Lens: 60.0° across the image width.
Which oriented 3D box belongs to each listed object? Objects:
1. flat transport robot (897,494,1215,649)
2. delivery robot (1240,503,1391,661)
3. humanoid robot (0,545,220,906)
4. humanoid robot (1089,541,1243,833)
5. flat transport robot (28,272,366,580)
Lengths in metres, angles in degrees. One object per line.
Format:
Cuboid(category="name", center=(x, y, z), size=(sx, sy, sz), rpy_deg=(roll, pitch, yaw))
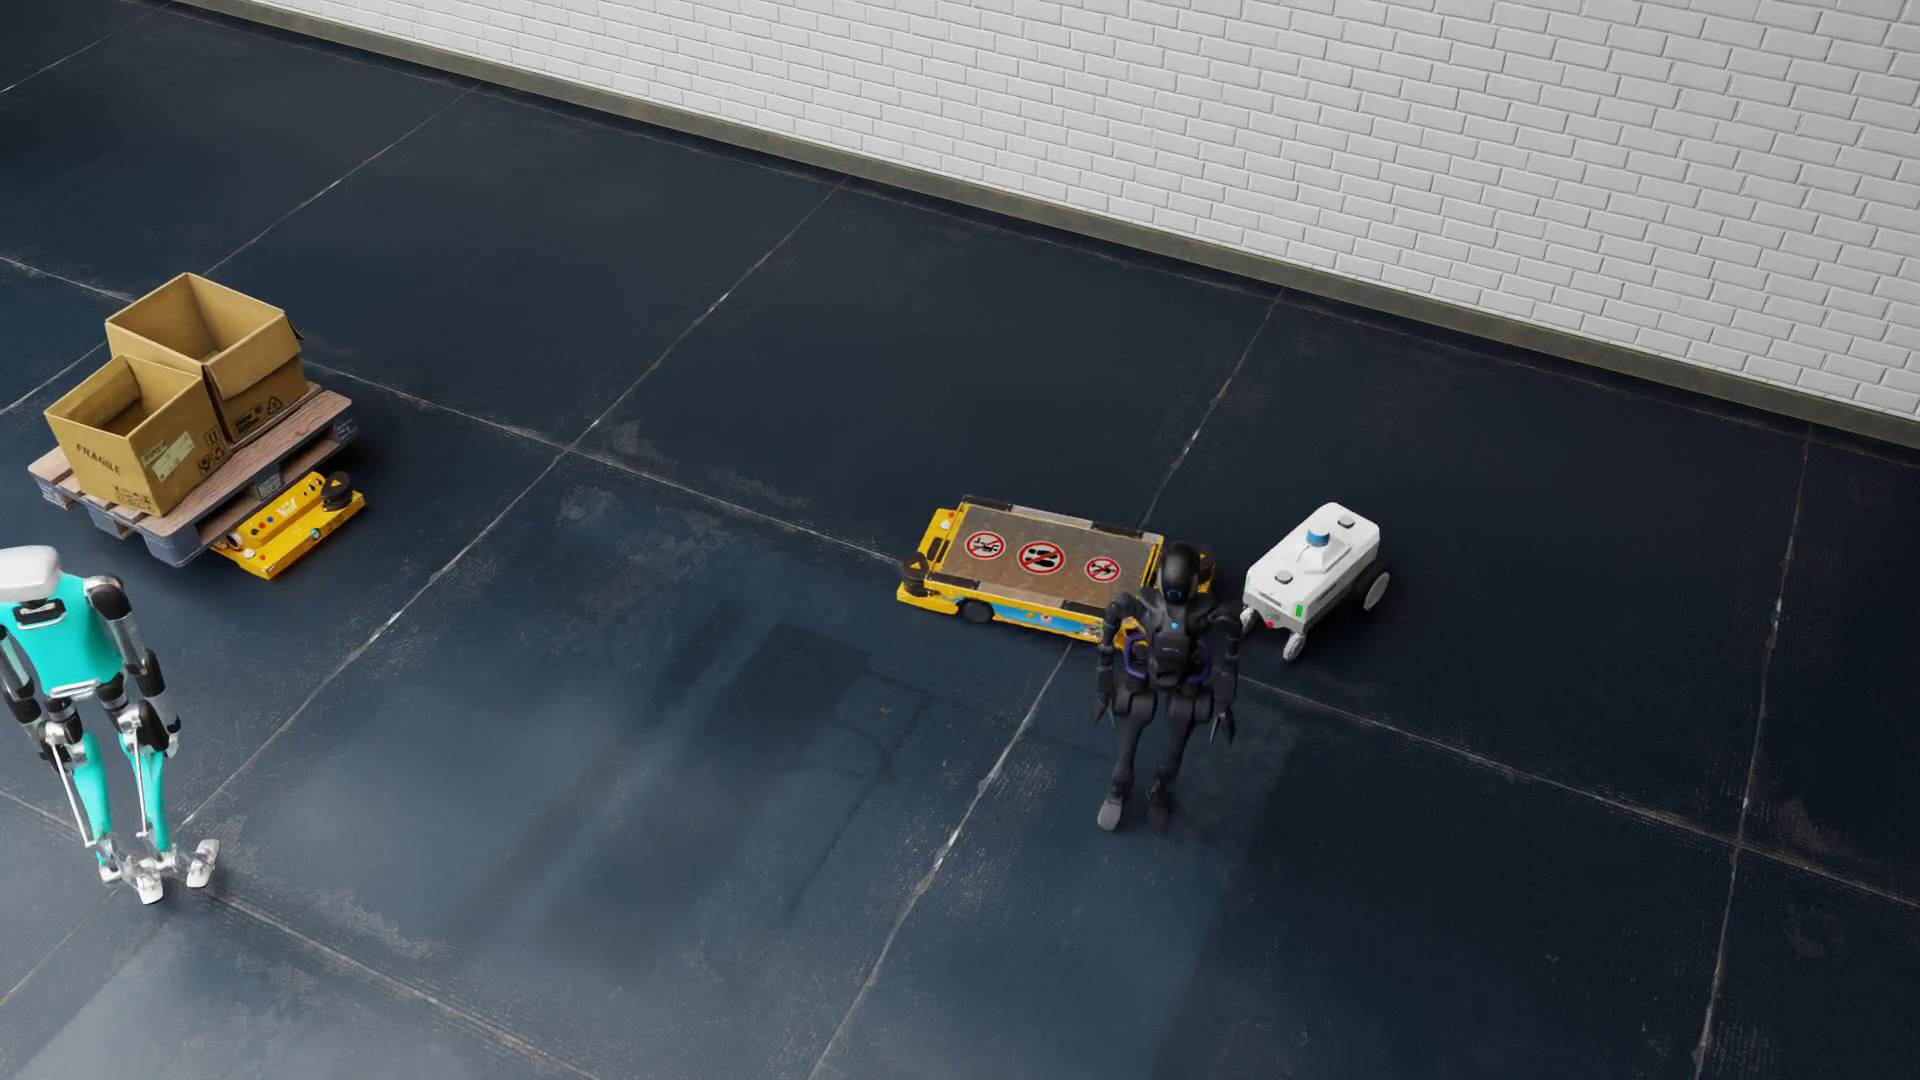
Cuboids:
Cuboid(category="flat transport robot", center=(0.473, 0.176, 8.065), size=(1.431, 0.231, 0.659), rpy_deg=(12, 44, 13))
Cuboid(category="delivery robot", center=(1.679, 0.153, 7.892), size=(0.499, 0.612, 0.796), rpy_deg=(32, 52, 30))
Cuboid(category="humanoid robot", center=(-3.201, 0.824, 6.188), size=(0.533, 1.677, 0.735), rpy_deg=(-12, 44, -12))
Cuboid(category="humanoid robot", center=(0.813, 0.593, 6.586), size=(0.591, 1.645, 0.375), rpy_deg=(4, 43, 4))
Cuboid(category="flat transport robot", center=(-3.832, -0.296, 8.574), size=(1.431, 0.231, 0.659), rpy_deg=(22, 47, 22))
